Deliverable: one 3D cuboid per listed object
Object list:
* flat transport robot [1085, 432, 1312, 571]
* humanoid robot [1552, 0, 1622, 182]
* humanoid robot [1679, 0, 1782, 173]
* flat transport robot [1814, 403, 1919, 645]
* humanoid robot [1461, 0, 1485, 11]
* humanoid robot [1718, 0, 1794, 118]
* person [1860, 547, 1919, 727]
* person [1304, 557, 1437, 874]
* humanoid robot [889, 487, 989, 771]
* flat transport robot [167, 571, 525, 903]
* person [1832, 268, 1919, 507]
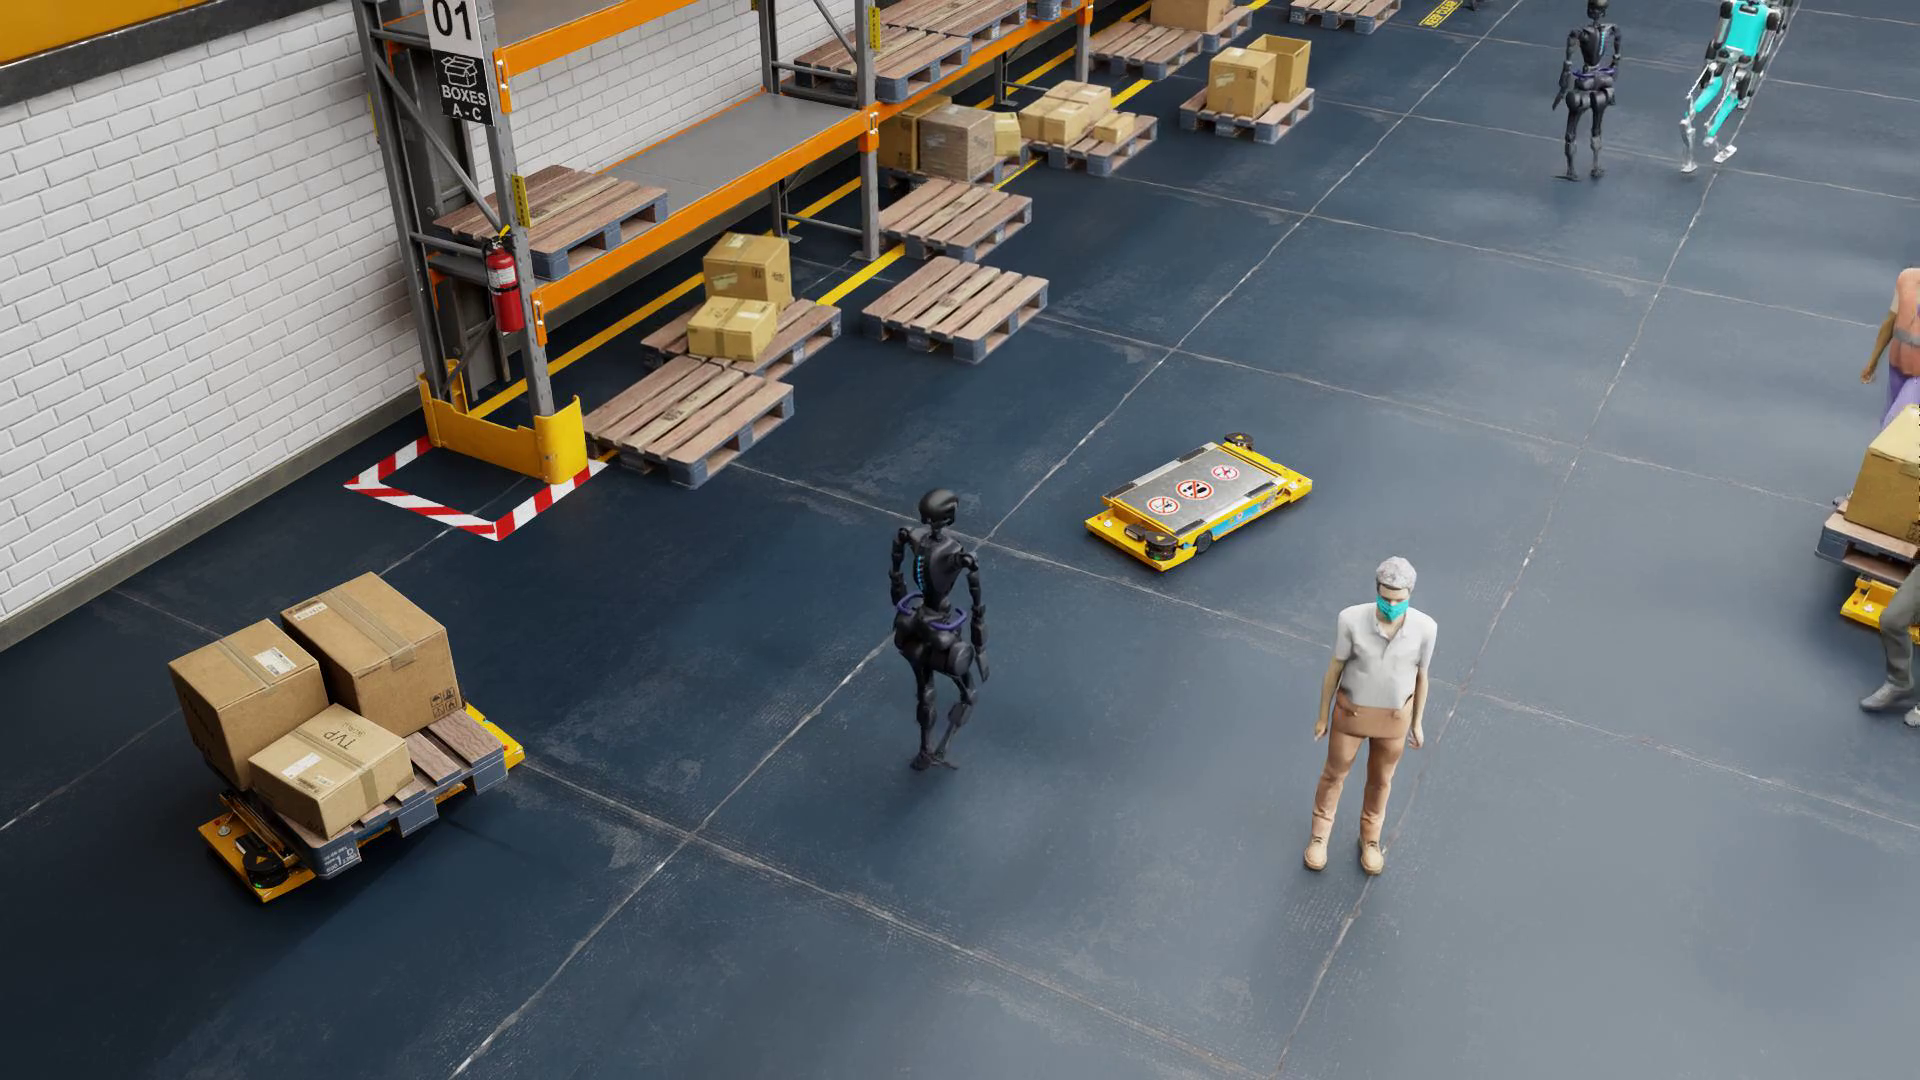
[{"bbox_3d":[1.528,-0.259,10.540,1.431,0.231,0.659,-26,41,-34],"label":"flat transport robot"},{"bbox_3d":[5.705,-4.076,15.042,0.584,1.646,0.389,-6,34,-10],"label":"humanoid robot"},{"bbox_3d":[6.878,-4.097,15.001,0.987,1.732,0.558,-29,43,-36],"label":"humanoid robot"},{"bbox_3d":[5.814,0.205,9.838,0.659,0.231,1.431,27,42,35],"label":"flat transport robot"},{"bbox_3d":[6.143,-7.124,19.654,0.609,1.652,0.423,-27,42,-35],"label":"humanoid robot"},{"bbox_3d":[7.898,-5.058,16.559,0.558,1.880,0.794,19,38,26],"label":"humanoid robot"},{"bbox_3d":[5.053,0.184,8.465,0.547,1.811,0.674,-7,34,-10],"label":"person"},{"bbox_3d":[1.878,0.802,7.594,0.493,1.744,0.302,4,34,6],"label":"person"},{"bbox_3d":[-0.133,0.453,8.190,0.601,1.649,0.362,21,39,29],"label":"humanoid robot"},{"bbox_3d":[-2.971,1.223,8.297,0.659,0.231,1.431,28,43,35],"label":"flat transport robot"},{"bbox_3d":[5.994,-1.055,10.348,0.777,1.805,0.566,-9,35,-14],"label":"person"}]
